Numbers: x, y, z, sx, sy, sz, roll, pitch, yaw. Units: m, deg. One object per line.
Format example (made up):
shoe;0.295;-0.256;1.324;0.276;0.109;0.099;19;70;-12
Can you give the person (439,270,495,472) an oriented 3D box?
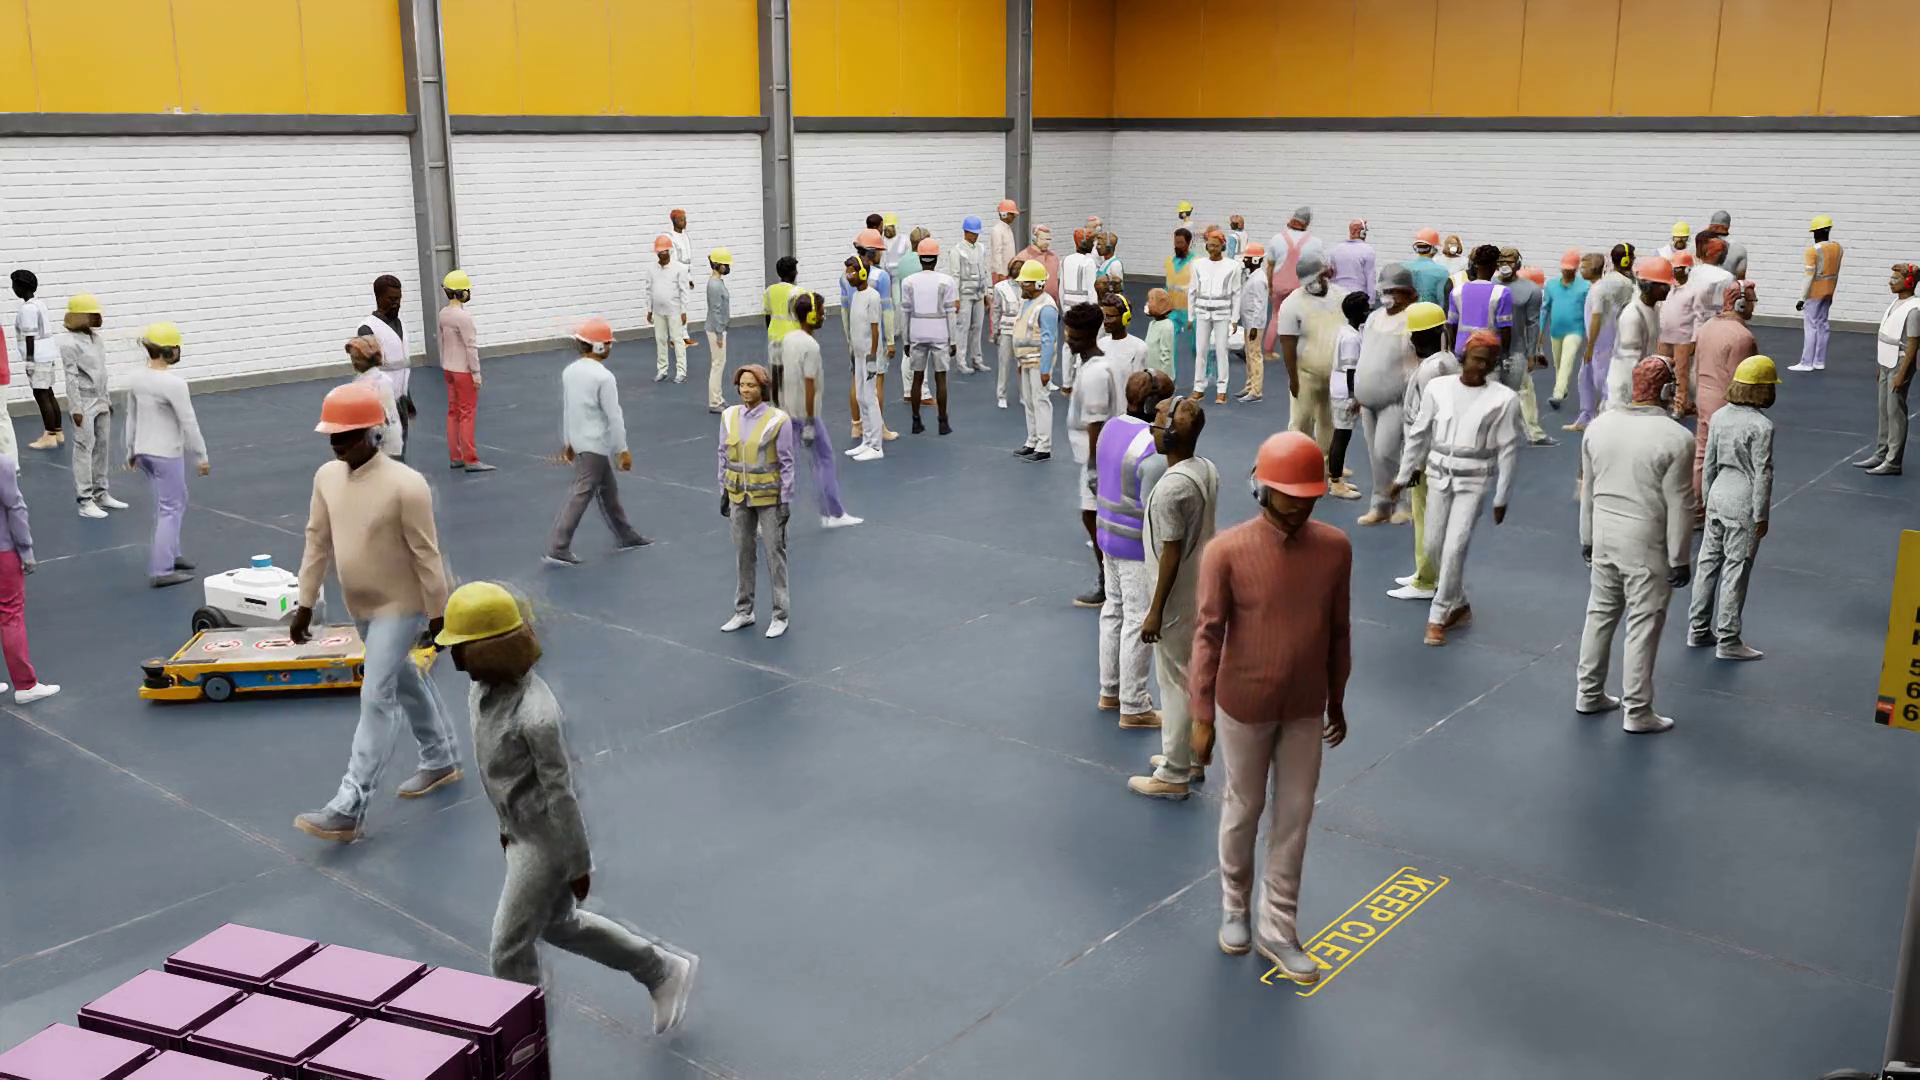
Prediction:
person;-4.377;-1.481;14.651;0.308;1.769;0.525;-13;19;-43

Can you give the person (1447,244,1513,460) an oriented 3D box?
person;4.719;-1.694;15.107;0.603;1.961;0.368;11;18;38

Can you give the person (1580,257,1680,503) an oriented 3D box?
person;5.397;-1.204;13.061;0.931;2.001;0.636;12;18;39

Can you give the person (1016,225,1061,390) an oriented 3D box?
person;0.909;-2.633;18.981;0.642;1.902;0.408;-12;18;-40

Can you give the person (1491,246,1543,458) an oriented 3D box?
person;4.959;-1.715;15.236;0.635;1.939;0.366;6;15;22

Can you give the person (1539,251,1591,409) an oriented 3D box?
person;6.529;-2.278;17.995;0.592;1.673;0.979;12;19;41

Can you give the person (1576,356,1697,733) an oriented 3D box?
person;3.422;0.018;8.404;0.401;1.900;0.646;-7;16;-26

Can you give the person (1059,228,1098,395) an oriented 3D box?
person;1.340;-2.535;18.620;0.337;1.882;0.585;-9;17;-33

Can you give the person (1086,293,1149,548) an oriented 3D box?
person;1.120;-0.825;11.849;0.330;1.862;0.495;-12;18;-40

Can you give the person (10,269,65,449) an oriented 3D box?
person;-8.720;-1.710;15.729;0.319;1.687;0.538;-4;15;-16

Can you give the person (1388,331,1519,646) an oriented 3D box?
person;2.925;-0.312;9.803;0.643;1.849;0.565;12;18;40

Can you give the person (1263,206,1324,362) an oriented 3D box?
person;4.261;-3.259;21.197;0.723;2.000;0.543;4;15;15

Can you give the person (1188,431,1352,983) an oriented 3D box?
person;1.121;0.584;5.961;0.640;1.987;0.502;-4;15;-16

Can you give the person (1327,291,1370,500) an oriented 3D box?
person;3.188;-1.191;13.629;0.317;1.695;0.540;2;14;8

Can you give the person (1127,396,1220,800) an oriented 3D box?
person;0.975;0.264;7.515;0.344;1.847;0.505;8;16;29

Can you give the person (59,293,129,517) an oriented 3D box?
person;-6.783;-1.058;13.004;0.320;1.742;0.493;1;14;3

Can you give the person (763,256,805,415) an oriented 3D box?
person;-1.790;-2.077;17.176;0.536;1.693;0.322;9;17;32

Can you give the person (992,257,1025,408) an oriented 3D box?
person;0.593;-2.227;17.902;0.517;1.632;0.314;-3;14;-11

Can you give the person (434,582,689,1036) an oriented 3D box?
person;-1.236;0.908;5.230;0.770;1.698;0.499;-9;17;-31

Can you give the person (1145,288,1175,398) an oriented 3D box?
person;1.734;-1.386;14.560;0.278;1.626;0.503;-3;14;-10

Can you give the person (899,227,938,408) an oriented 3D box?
person;-0.439;-2.406;17.995;0.372;1.940;0.630;-8;16;-29

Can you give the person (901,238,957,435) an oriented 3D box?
person;-0.303;-2.003;16.413;0.548;1.929;0.388;3;14;12

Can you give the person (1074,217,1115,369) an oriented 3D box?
person;1.636;-3.036;20.580;0.404;1.904;0.652;-6;15;-23

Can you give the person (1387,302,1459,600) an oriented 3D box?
person;2.979;-0.564;10.682;0.382;1.917;0.585;7;16;25

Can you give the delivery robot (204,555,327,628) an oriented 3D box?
delivery robot;-4.042;0.330;9.678;0.707;0.478;0.477;7;16;27

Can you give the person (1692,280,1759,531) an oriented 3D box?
person;5.652;-0.953;12.257;0.409;1.907;0.650;-1;14;-3

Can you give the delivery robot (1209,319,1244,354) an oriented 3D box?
delivery robot;3.490;-2.607;21.415;0.707;0.478;0.477;0;14;-2

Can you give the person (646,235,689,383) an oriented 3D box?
person;-3.480;-2.737;19.710;0.567;1.744;0.349;5;15;20

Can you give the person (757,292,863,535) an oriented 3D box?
person;-1.215;-0.933;12.386;0.981;1.822;0.543;-10;17;-34

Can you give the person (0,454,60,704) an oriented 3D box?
person;-5.103;0.063;8.748;0.497;1.633;0.287;2;14;9

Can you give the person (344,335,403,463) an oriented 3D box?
person;-4.007;-0.601;11.413;0.360;1.620;0.551;-9;17;-32

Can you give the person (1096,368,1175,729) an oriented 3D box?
person;0.913;0.043;8.435;0.431;1.836;0.619;-5;15;-20

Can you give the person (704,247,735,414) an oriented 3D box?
person;-2.530;-2.210;17.589;0.342;1.756;0.532;-1;14;-5

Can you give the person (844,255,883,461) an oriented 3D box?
person;-0.889;-1.660;15.195;0.350;1.856;0.522;-7;16;-26

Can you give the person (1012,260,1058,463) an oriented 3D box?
person;0.677;-1.615;15.075;0.403;1.827;0.595;-4;15;-17

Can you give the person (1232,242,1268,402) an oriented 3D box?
person;3.217;-2.407;18.373;0.330;1.751;0.565;0;14;0

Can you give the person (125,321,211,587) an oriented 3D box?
person;-5.252;-0.576;11.063;0.568;1.745;0.529;8;16;28
